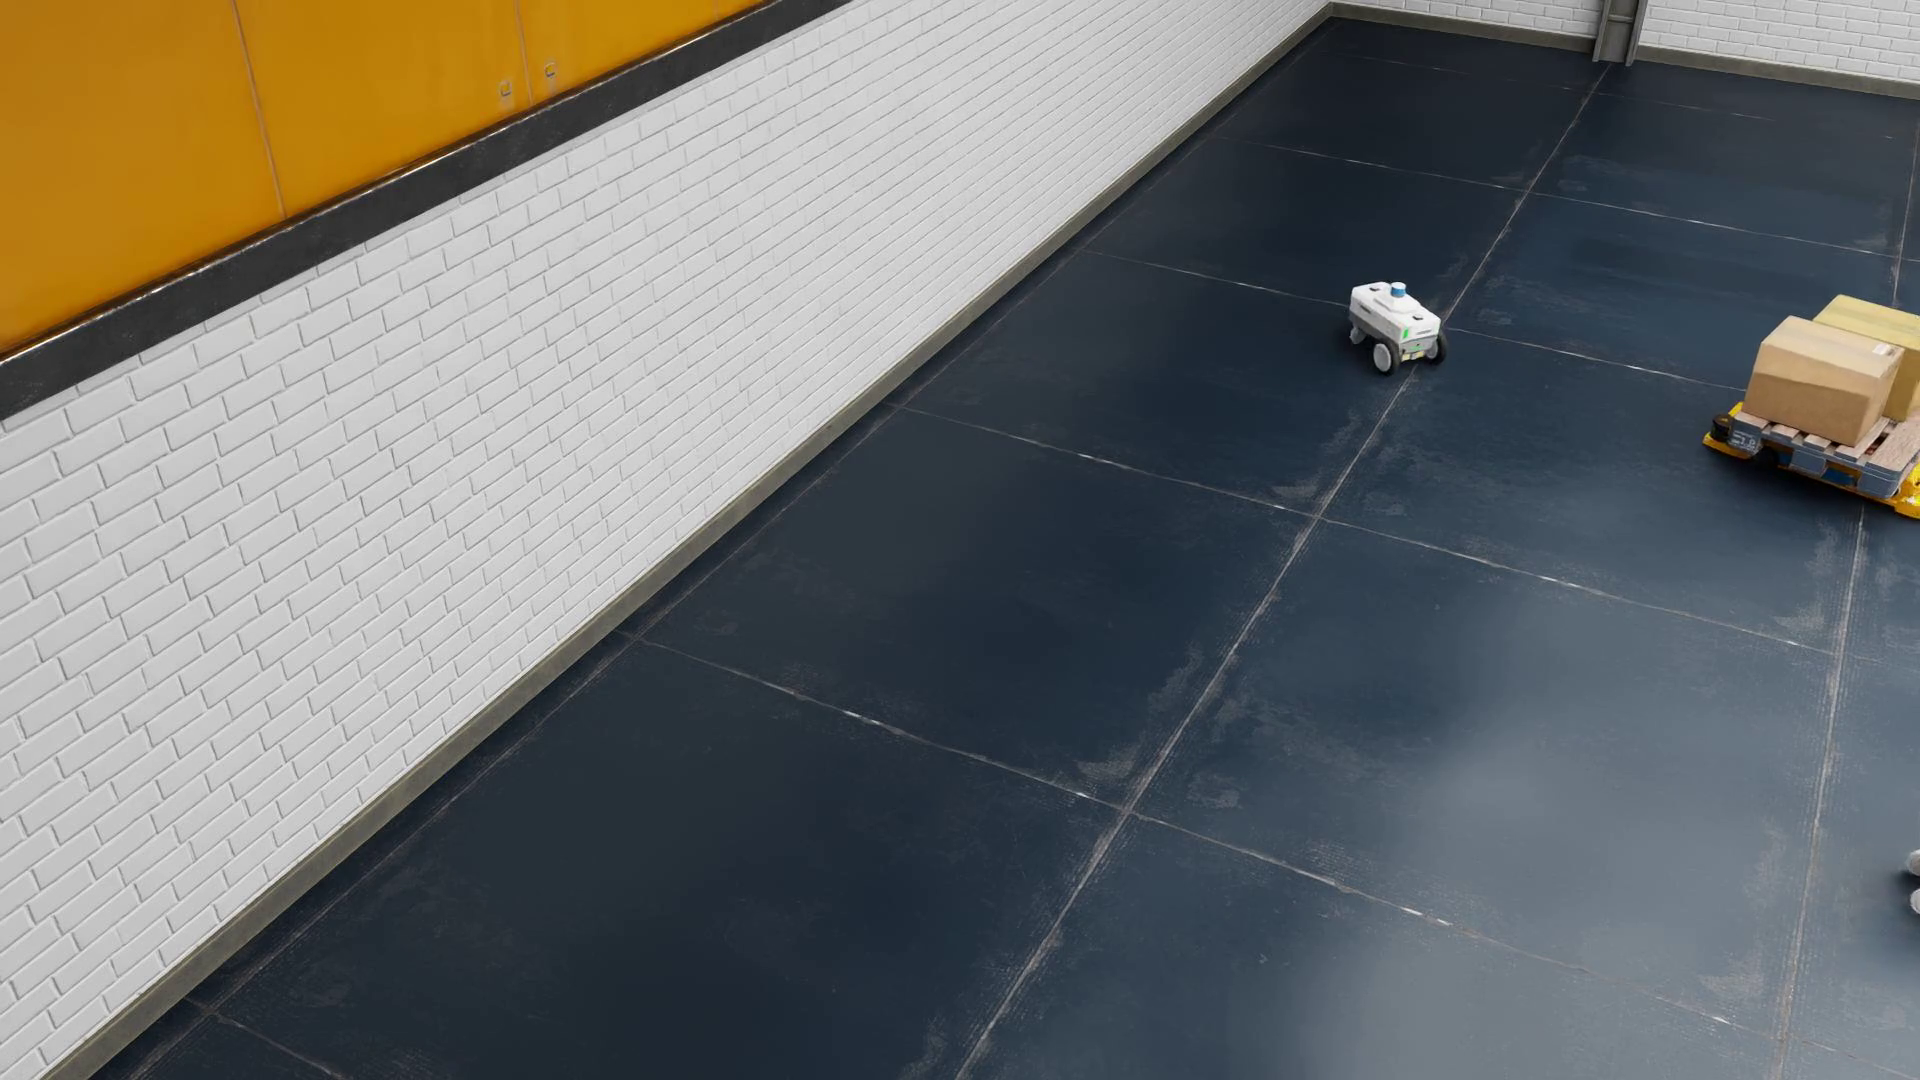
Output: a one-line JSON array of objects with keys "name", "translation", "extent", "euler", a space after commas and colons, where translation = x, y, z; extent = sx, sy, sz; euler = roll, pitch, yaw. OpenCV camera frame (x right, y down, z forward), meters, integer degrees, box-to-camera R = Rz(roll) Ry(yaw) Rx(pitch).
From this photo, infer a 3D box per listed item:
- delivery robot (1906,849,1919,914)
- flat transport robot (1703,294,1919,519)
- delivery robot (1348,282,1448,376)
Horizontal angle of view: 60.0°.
[{"name": "delivery robot", "translation": [4.745, 1.491, 7.497], "extent": [0.785, 0.589, 0.499], "euler": [13, 36, 18]}, {"name": "flat transport robot", "translation": [5.683, -0.570, 10.826], "extent": [1.431, 0.231, 0.659], "euler": [26, 42, 33]}, {"name": "delivery robot", "translation": [3.155, -1.549, 12.043], "extent": [0.502, 0.614, 0.785], "euler": [-14, 36, -20]}]
